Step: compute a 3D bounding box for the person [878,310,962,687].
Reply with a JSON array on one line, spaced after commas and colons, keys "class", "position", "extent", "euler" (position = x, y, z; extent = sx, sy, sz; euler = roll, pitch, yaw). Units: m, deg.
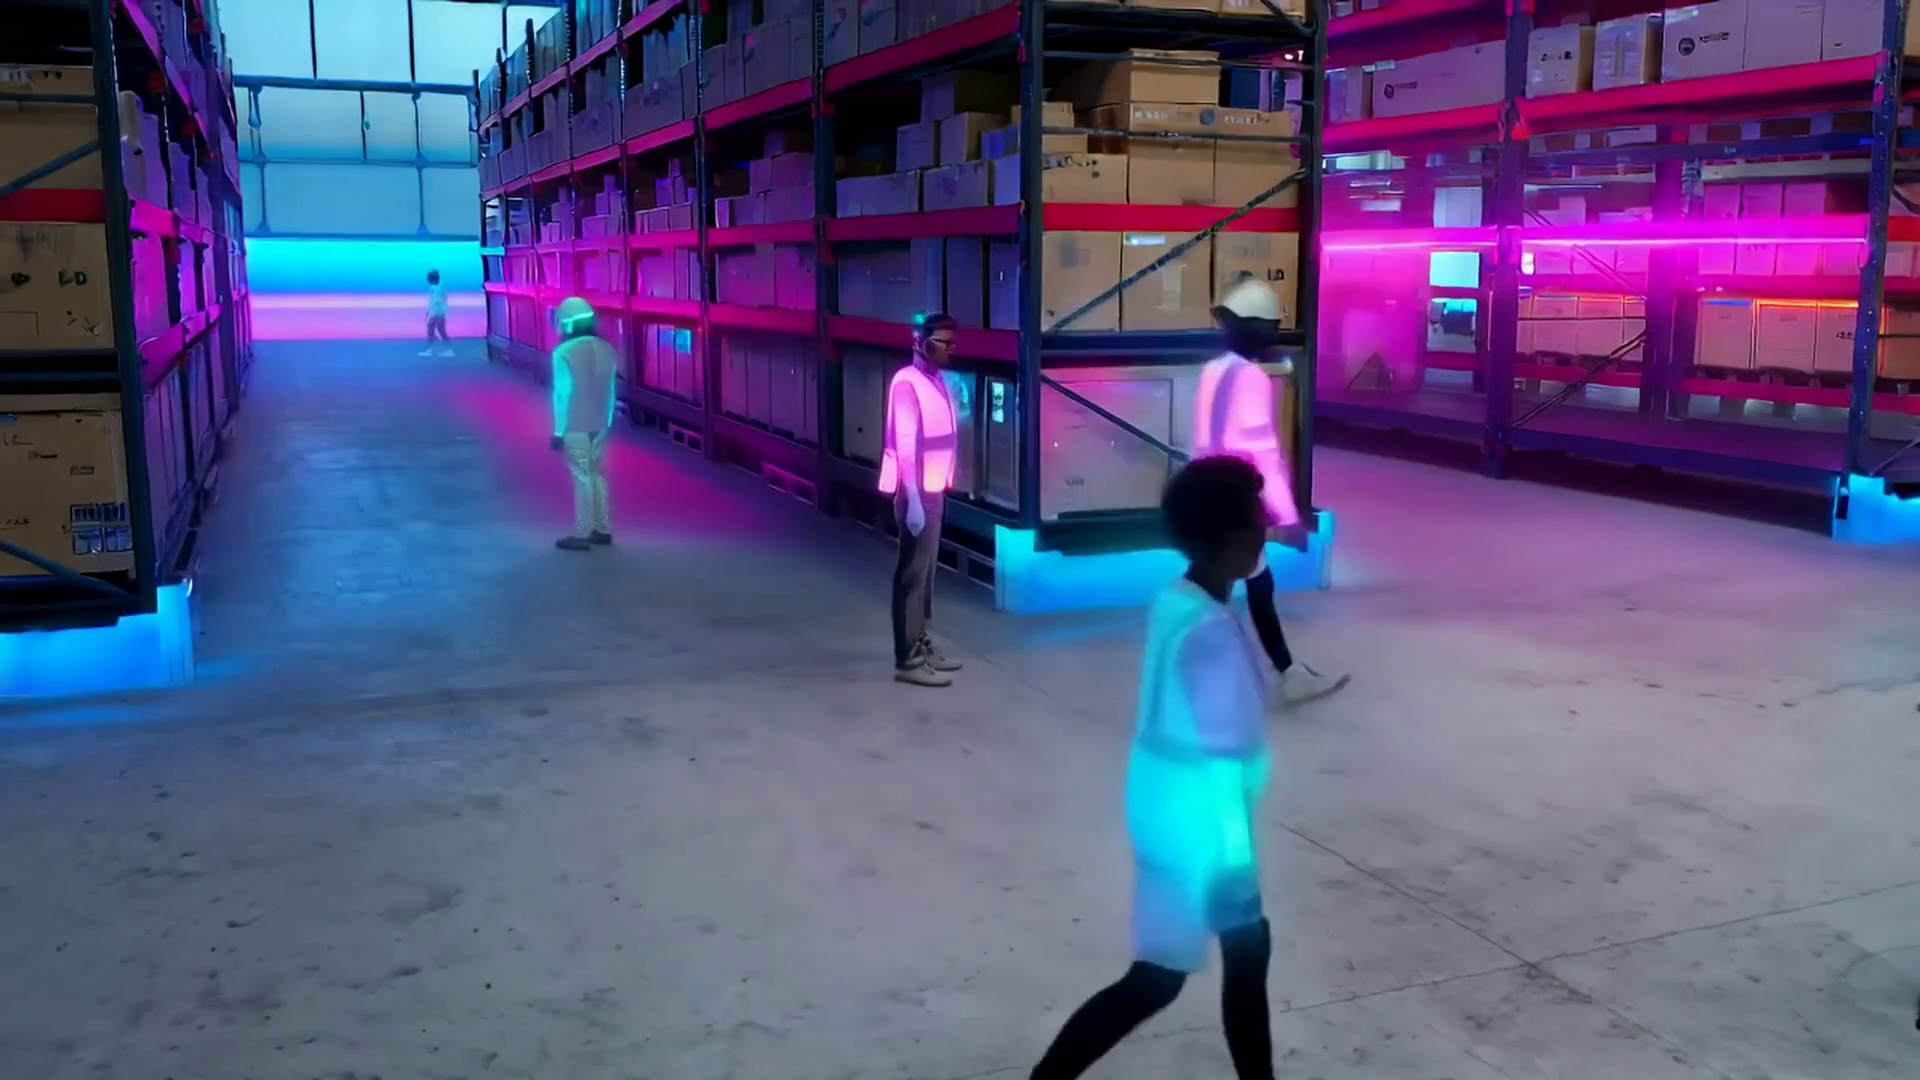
[{"class": "person", "position": [-0.196, -0.211, 8.246], "extent": [0.388, 1.837, 0.564], "euler": [2, 10, 12]}]

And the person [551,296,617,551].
[{"class": "person", "position": [-2.737, -0.841, 12.030], "extent": [0.404, 1.834, 0.589], "euler": [5, 11, 29]}]

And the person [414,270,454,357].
[{"class": "person", "position": [-11.551, -4.939, 36.377], "extent": [0.928, 1.894, 0.551], "euler": [-3, 10, -19]}]

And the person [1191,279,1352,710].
[{"class": "person", "position": [1.333, -0.152, 7.441], "extent": [1.033, 1.988, 0.617], "euler": [-1, 10, -4]}]

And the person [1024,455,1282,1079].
[{"class": "person", "position": [0.472, 0.632, 3.717], "extent": [0.825, 1.664, 0.536], "euler": [0, 9, 2]}]
